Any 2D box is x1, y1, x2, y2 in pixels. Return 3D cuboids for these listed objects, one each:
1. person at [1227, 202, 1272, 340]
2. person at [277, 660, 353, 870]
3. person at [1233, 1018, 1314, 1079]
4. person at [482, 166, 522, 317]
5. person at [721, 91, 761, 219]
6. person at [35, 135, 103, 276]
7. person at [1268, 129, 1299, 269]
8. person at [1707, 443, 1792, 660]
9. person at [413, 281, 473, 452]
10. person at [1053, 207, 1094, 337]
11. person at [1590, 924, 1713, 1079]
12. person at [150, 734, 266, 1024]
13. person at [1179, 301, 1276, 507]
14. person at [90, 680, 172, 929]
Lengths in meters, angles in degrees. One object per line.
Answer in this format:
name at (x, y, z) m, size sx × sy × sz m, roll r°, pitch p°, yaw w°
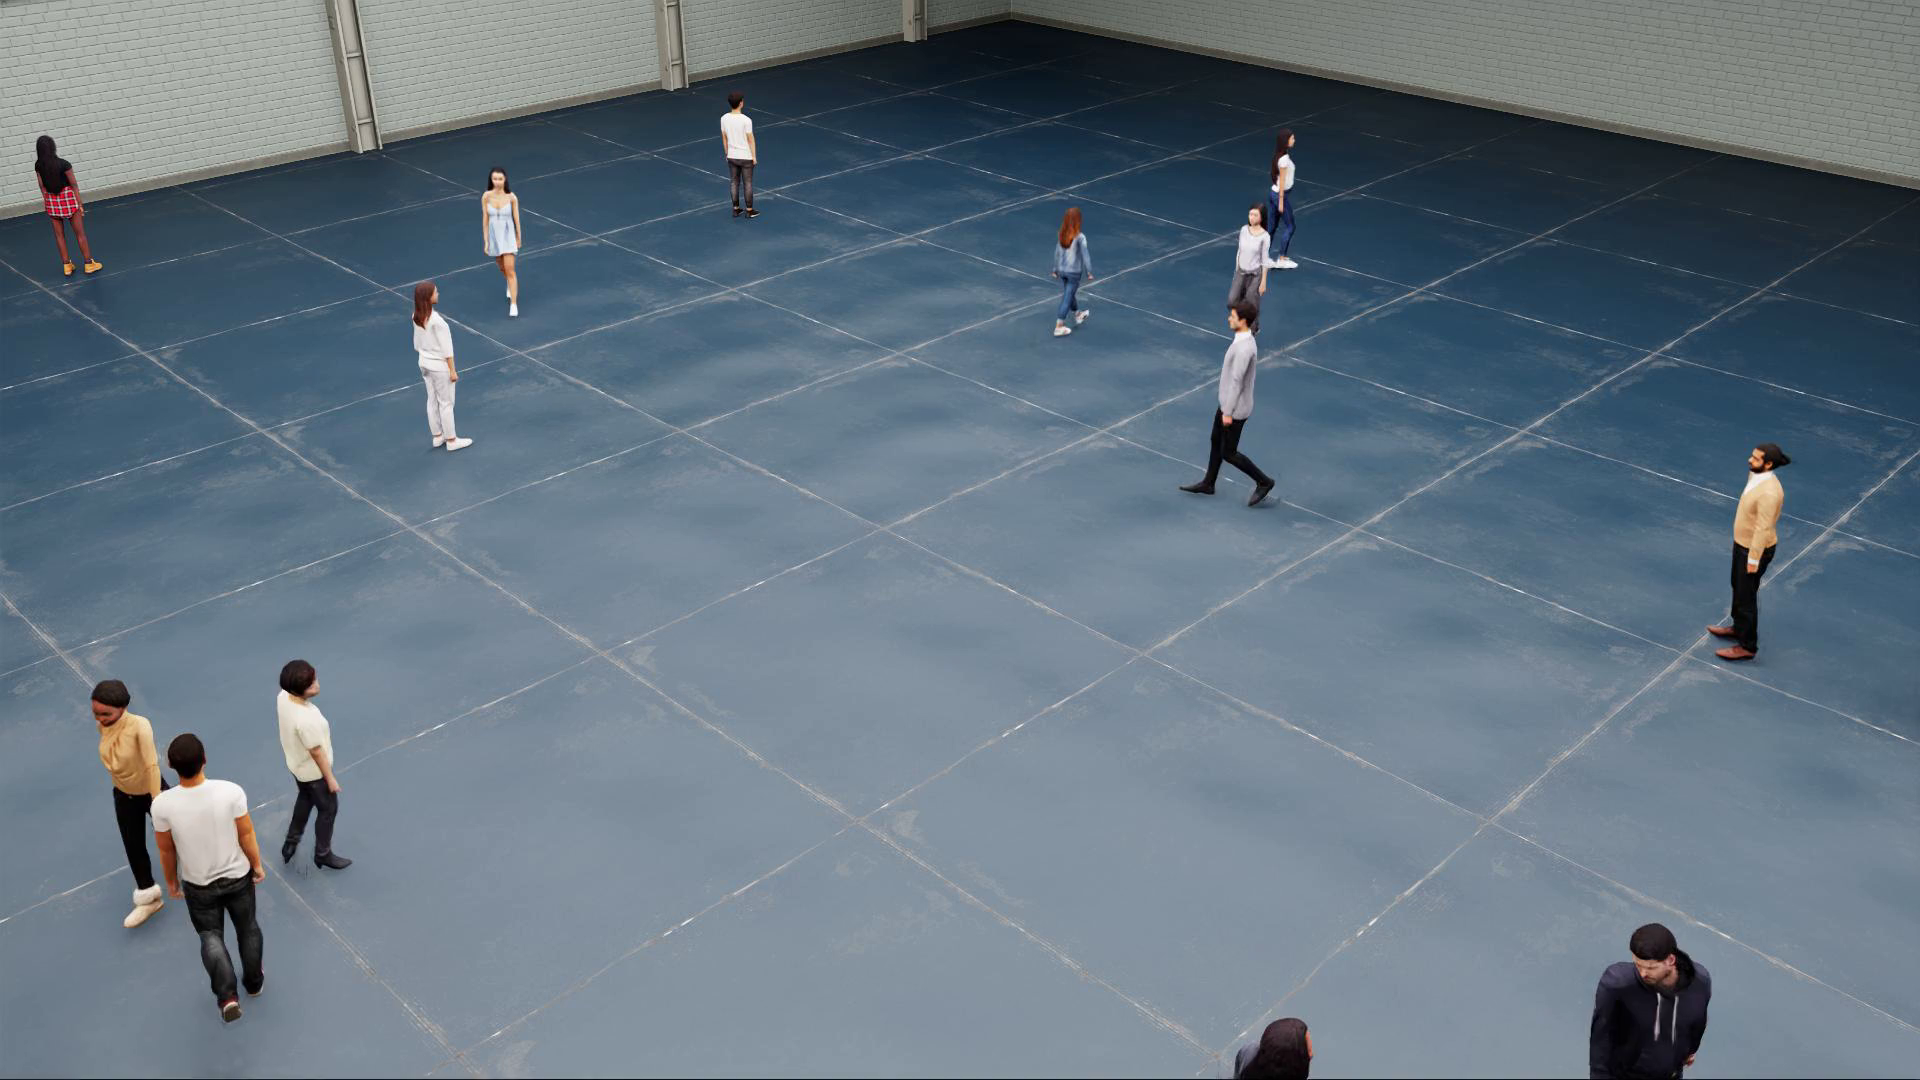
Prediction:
person at (3.262, -2.898, 18.310) m, size 0.701 × 1.724 × 0.646 m, roll -21°, pitch 35°, yaw -34°
person at (-4.081, 1.418, 10.374) m, size 0.717 × 1.565 × 0.603 m, roll 19°, pitch 33°, yaw 32°
person at (1.408, 2.841, 7.681) m, size 0.767 × 1.585 × 0.755 m, roll -13°, pitch 31°, yaw -22°
person at (-5.373, -3.547, 19.563) m, size 1.135 × 1.691 × 1.112 m, roll -3°, pitch 28°, yaw -5°
person at (-3.022, -5.290, 22.803) m, size 0.698 × 1.722 × 0.676 m, roll 10°, pitch 30°, yaw 19°
person at (-11.164, -4.168, 20.693) m, size 0.714 × 1.726 × 0.788 m, roll -3°, pitch 28°, yaw -6°
person at (3.911, -4.243, 20.792) m, size 0.847 × 1.763 × 0.786 m, roll 0°, pitch 28°, yaw 0°
person at (6.074, 0.071, 12.714) m, size 0.815 × 1.744 × 0.708 m, roll 6°, pitch 29°, yaw 11°
person at (-5.061, -1.688, 16.076) m, size 0.634 × 1.687 × 0.576 m, roll 18°, pitch 33°, yaw 30°
person at (1.193, -3.009, 18.807) m, size 0.881 × 1.453 × 0.587 m, roll -24°, pitch 37°, yaw -38°
person at (3.323, 2.506, 8.025) m, size 0.919 × 1.853 × 1.017 m, roll -7°, pitch 29°, yaw -13°
person at (-4.128, 1.906, 9.221) m, size 0.952 × 1.787 × 0.911 m, roll -9°, pitch 29°, yaw -16°
person at (2.534, -1.207, 14.929) m, size 1.217 × 1.917 × 1.179 m, roll 2°, pitch 28°, yaw 4°
person at (-4.920, 1.501, 10.151) m, size 0.946 × 1.628 × 1.165 m, roll 7°, pitch 29°, yaw 14°
